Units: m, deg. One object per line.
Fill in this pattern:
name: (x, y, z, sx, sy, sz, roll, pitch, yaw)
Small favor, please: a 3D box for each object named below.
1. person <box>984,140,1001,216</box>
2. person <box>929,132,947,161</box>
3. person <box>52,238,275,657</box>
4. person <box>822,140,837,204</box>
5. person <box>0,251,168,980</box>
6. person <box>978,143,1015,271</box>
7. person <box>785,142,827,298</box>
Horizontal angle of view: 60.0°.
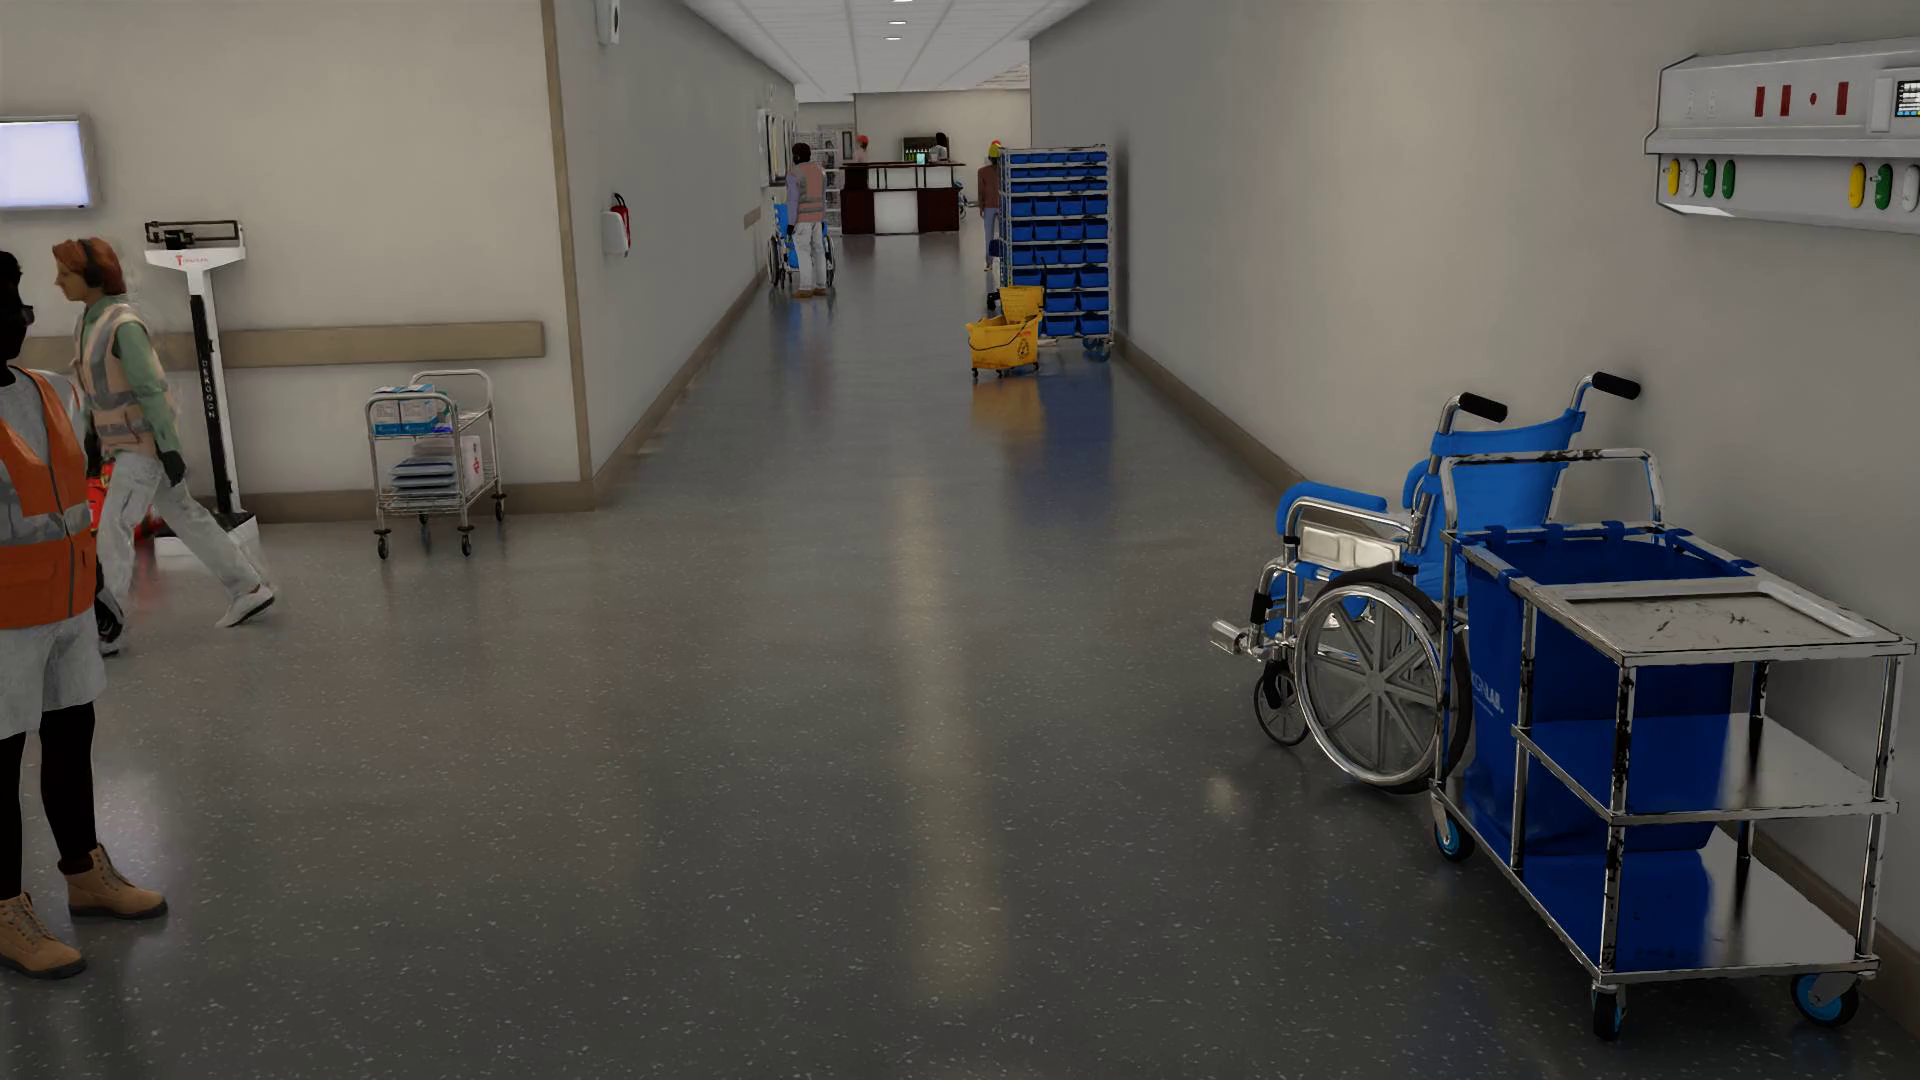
person: (0.827, -8.384, 38.563, 0.564, 1.743, 0.352, -14, 18, -41)
person: (-0.474, -8.911, 40.430, 0.376, 1.959, 0.603, -13, 18, -39)
person: (-3.142, -0.370, 6.413, 0.868, 1.591, 0.524, -12, 17, -38)
person: (-3.849, -10.826, 48.934, 0.325, 1.843, 0.517, 7, 16, 33)
person: (-2.189, 0.163, 3.890, 0.318, 1.697, 0.533, 1, 14, 12)
person: (0.508, -4.605, 23.071, 0.522, 1.752, 0.374, 0, 14, 8)
person: (-1.861, -3.836, 19.985, 0.429, 1.842, 0.633, 9, 17, 37)
